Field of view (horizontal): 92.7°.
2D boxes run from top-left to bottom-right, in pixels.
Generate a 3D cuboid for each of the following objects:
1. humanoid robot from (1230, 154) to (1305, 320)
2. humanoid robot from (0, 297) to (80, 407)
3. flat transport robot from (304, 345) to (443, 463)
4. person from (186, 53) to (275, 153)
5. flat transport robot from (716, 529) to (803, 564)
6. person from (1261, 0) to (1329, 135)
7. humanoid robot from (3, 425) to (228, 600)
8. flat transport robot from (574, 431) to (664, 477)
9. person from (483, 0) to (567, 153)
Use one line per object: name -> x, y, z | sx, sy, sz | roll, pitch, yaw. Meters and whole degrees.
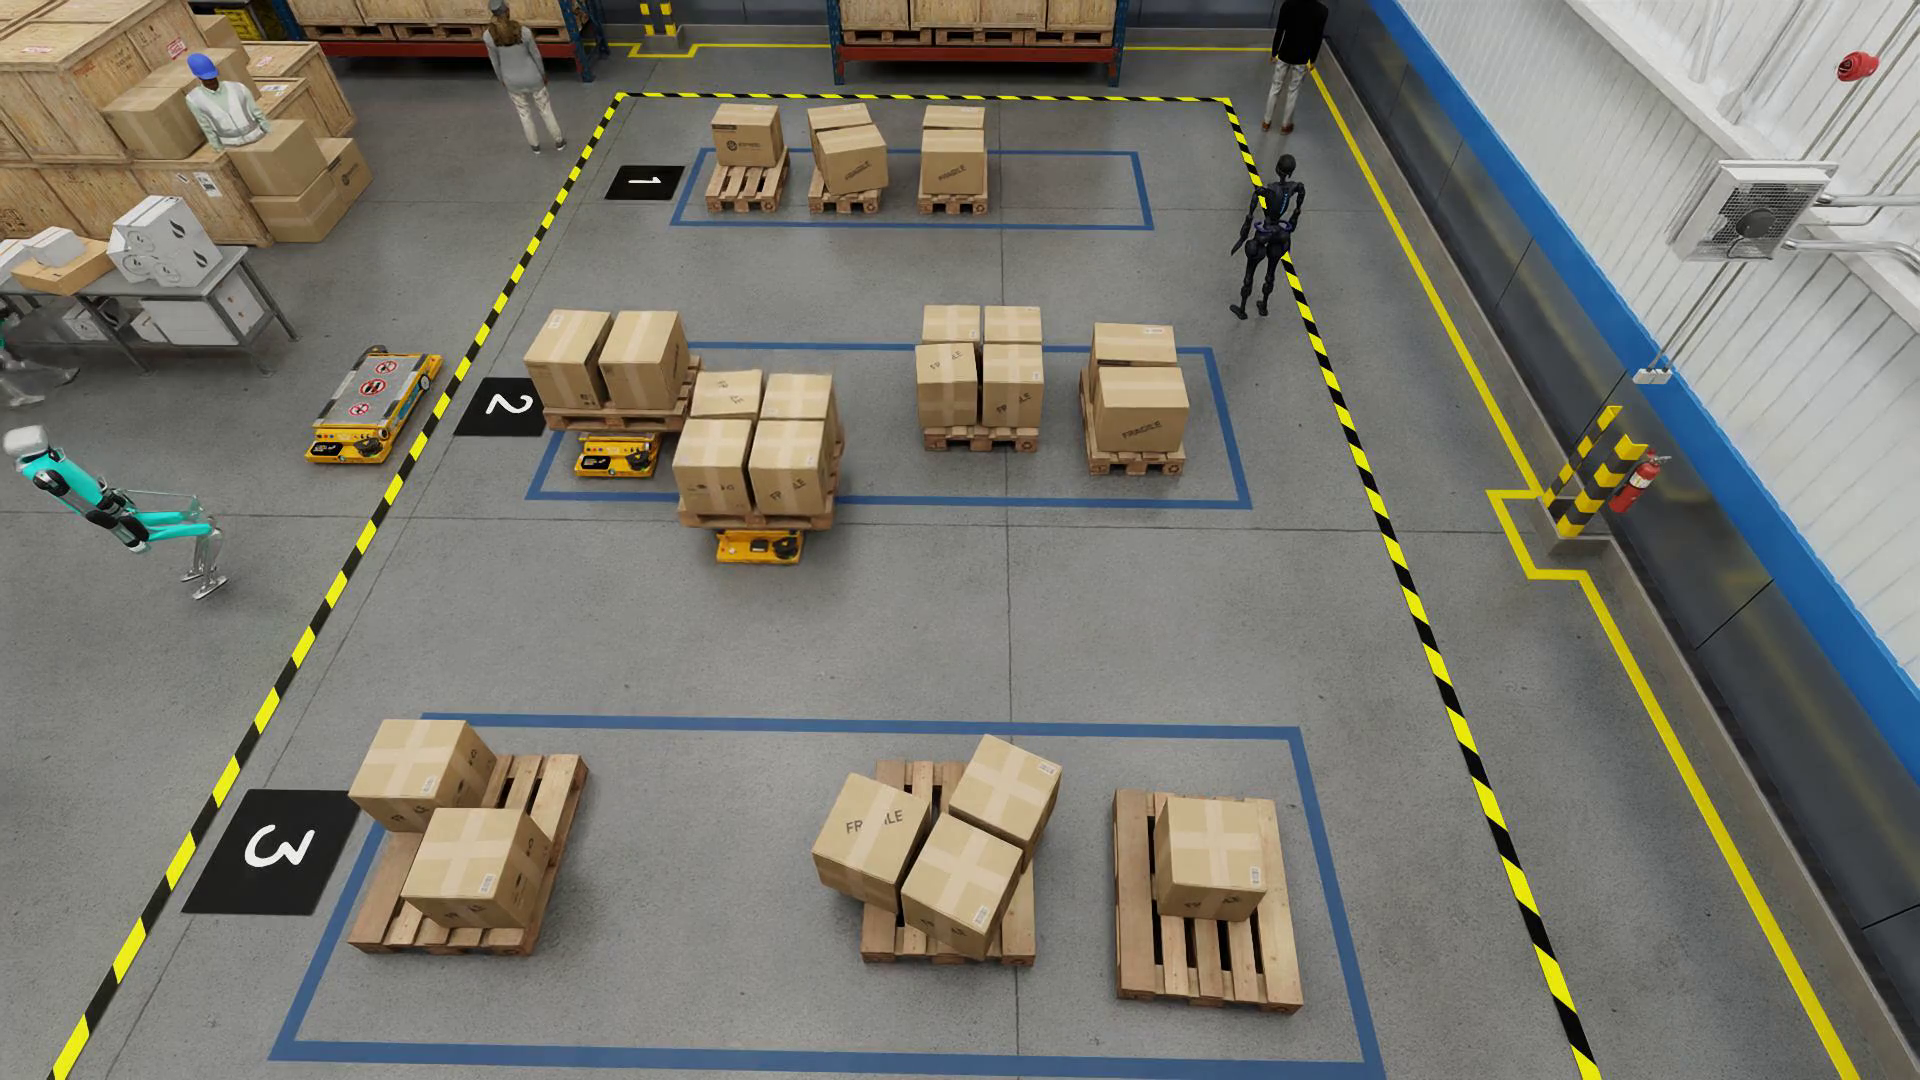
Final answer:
humanoid robot -> 2.978, -2.928, 8.912 | 0.599, 1.657, 0.315 | -7, 50, -6
humanoid robot -> -8.782, -1.912, 8.016 | 0.609, 1.741, 0.887 | 15, 51, 12
flat transport robot -> -5.383, -1.269, 8.441 | 0.659, 0.231, 1.431 | 1, 50, 1
person -> -7.635, -4.215, 9.843 | 0.606, 1.939, 0.411 | -33, 57, -25
flat transport robot -> -1.602, -0.413, 7.698 | 0.652, 0.197, 1.431 | 1, 50, 1
person -> 4.158, -6.030, 11.416 | 0.585, 1.878, 0.381 | 22, 53, 18
humanoid robot -> -5.794, -0.247, 6.526 | 0.735, 1.677, 0.533 | -36, 58, -26
flat transport robot -> -2.985, -1.151, 8.323 | 0.652, 0.197, 1.431 | 1, 50, 1
person -> -5.311, -5.608, 11.131 | 0.564, 1.763, 0.402 | -12, 51, -10
